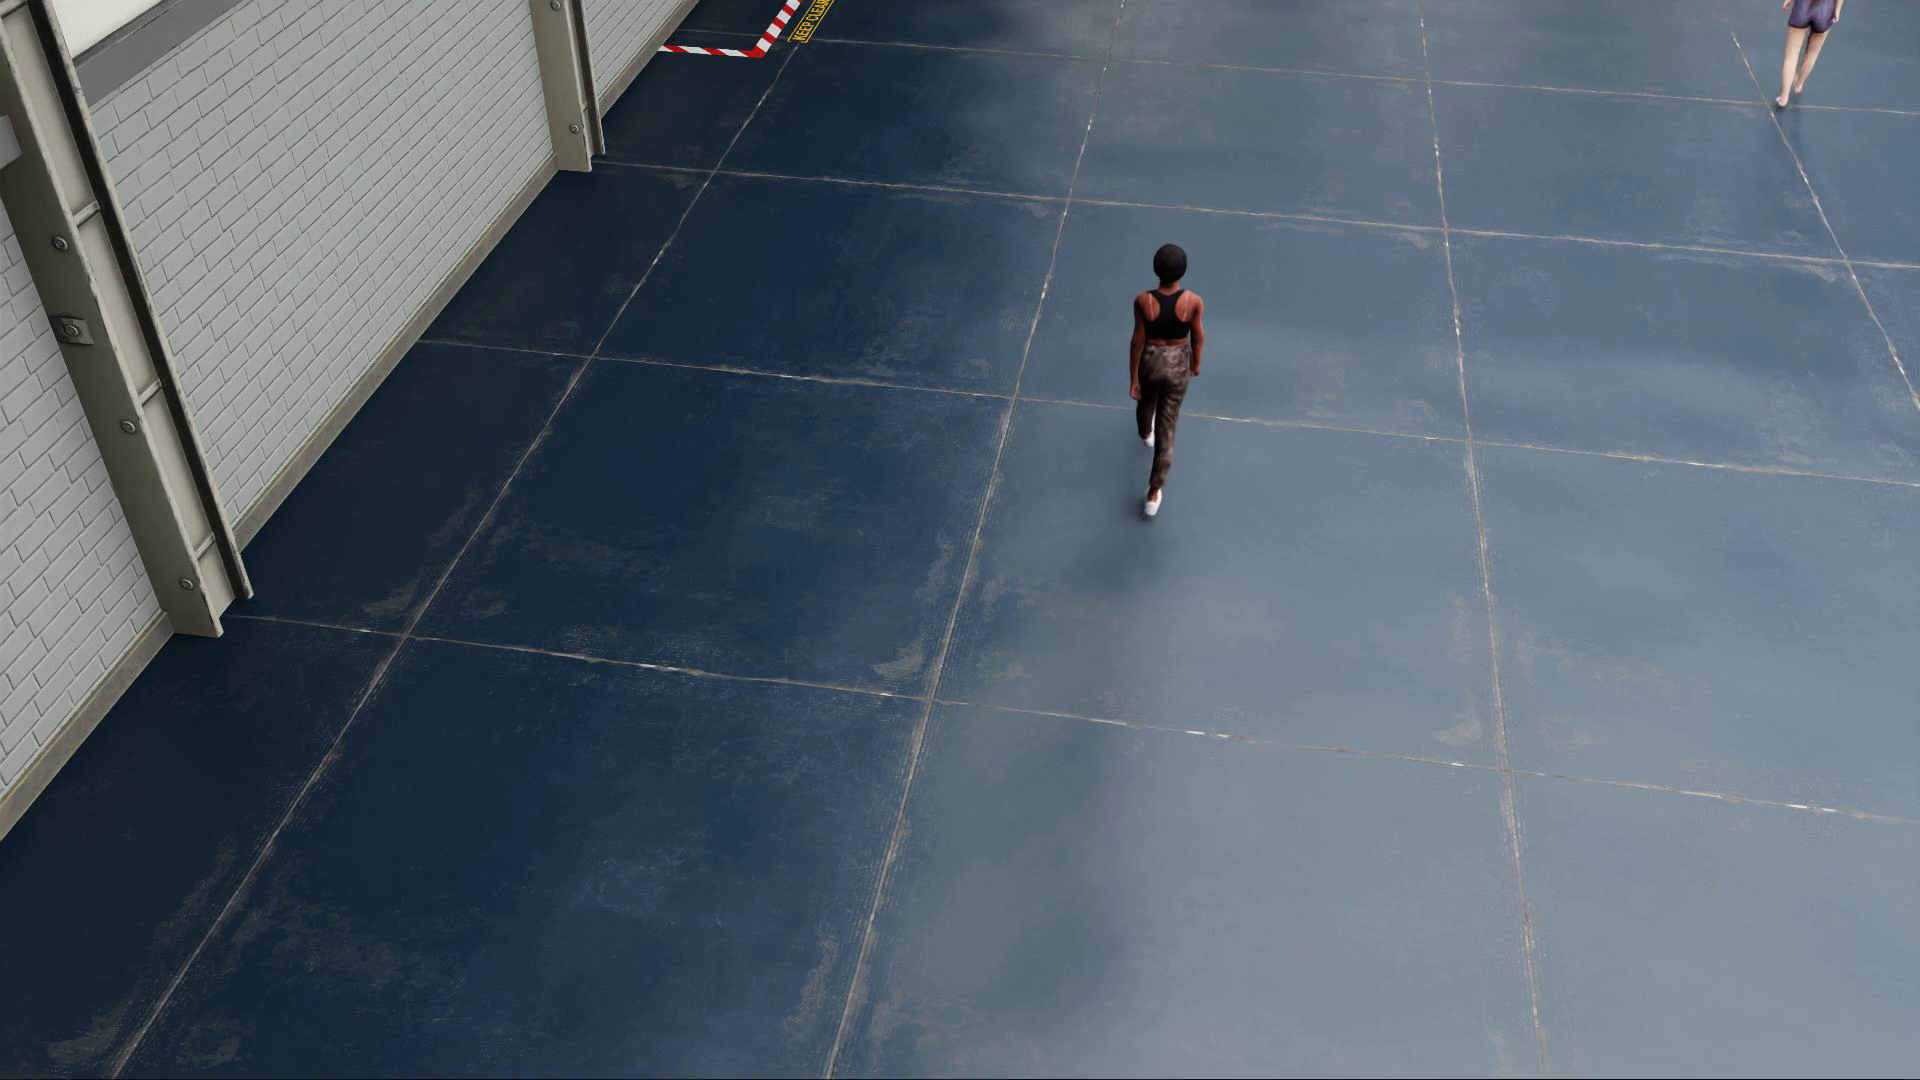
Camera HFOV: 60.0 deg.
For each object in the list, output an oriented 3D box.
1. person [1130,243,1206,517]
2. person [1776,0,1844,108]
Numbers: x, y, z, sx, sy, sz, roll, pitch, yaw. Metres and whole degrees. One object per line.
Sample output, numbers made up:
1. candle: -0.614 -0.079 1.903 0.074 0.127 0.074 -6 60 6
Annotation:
1. person: 1.202 -0.912 9.838 0.586 1.650 1.141 7 39 9
2. person: 7.451 -4.573 14.530 0.678 1.635 0.849 13 40 15
